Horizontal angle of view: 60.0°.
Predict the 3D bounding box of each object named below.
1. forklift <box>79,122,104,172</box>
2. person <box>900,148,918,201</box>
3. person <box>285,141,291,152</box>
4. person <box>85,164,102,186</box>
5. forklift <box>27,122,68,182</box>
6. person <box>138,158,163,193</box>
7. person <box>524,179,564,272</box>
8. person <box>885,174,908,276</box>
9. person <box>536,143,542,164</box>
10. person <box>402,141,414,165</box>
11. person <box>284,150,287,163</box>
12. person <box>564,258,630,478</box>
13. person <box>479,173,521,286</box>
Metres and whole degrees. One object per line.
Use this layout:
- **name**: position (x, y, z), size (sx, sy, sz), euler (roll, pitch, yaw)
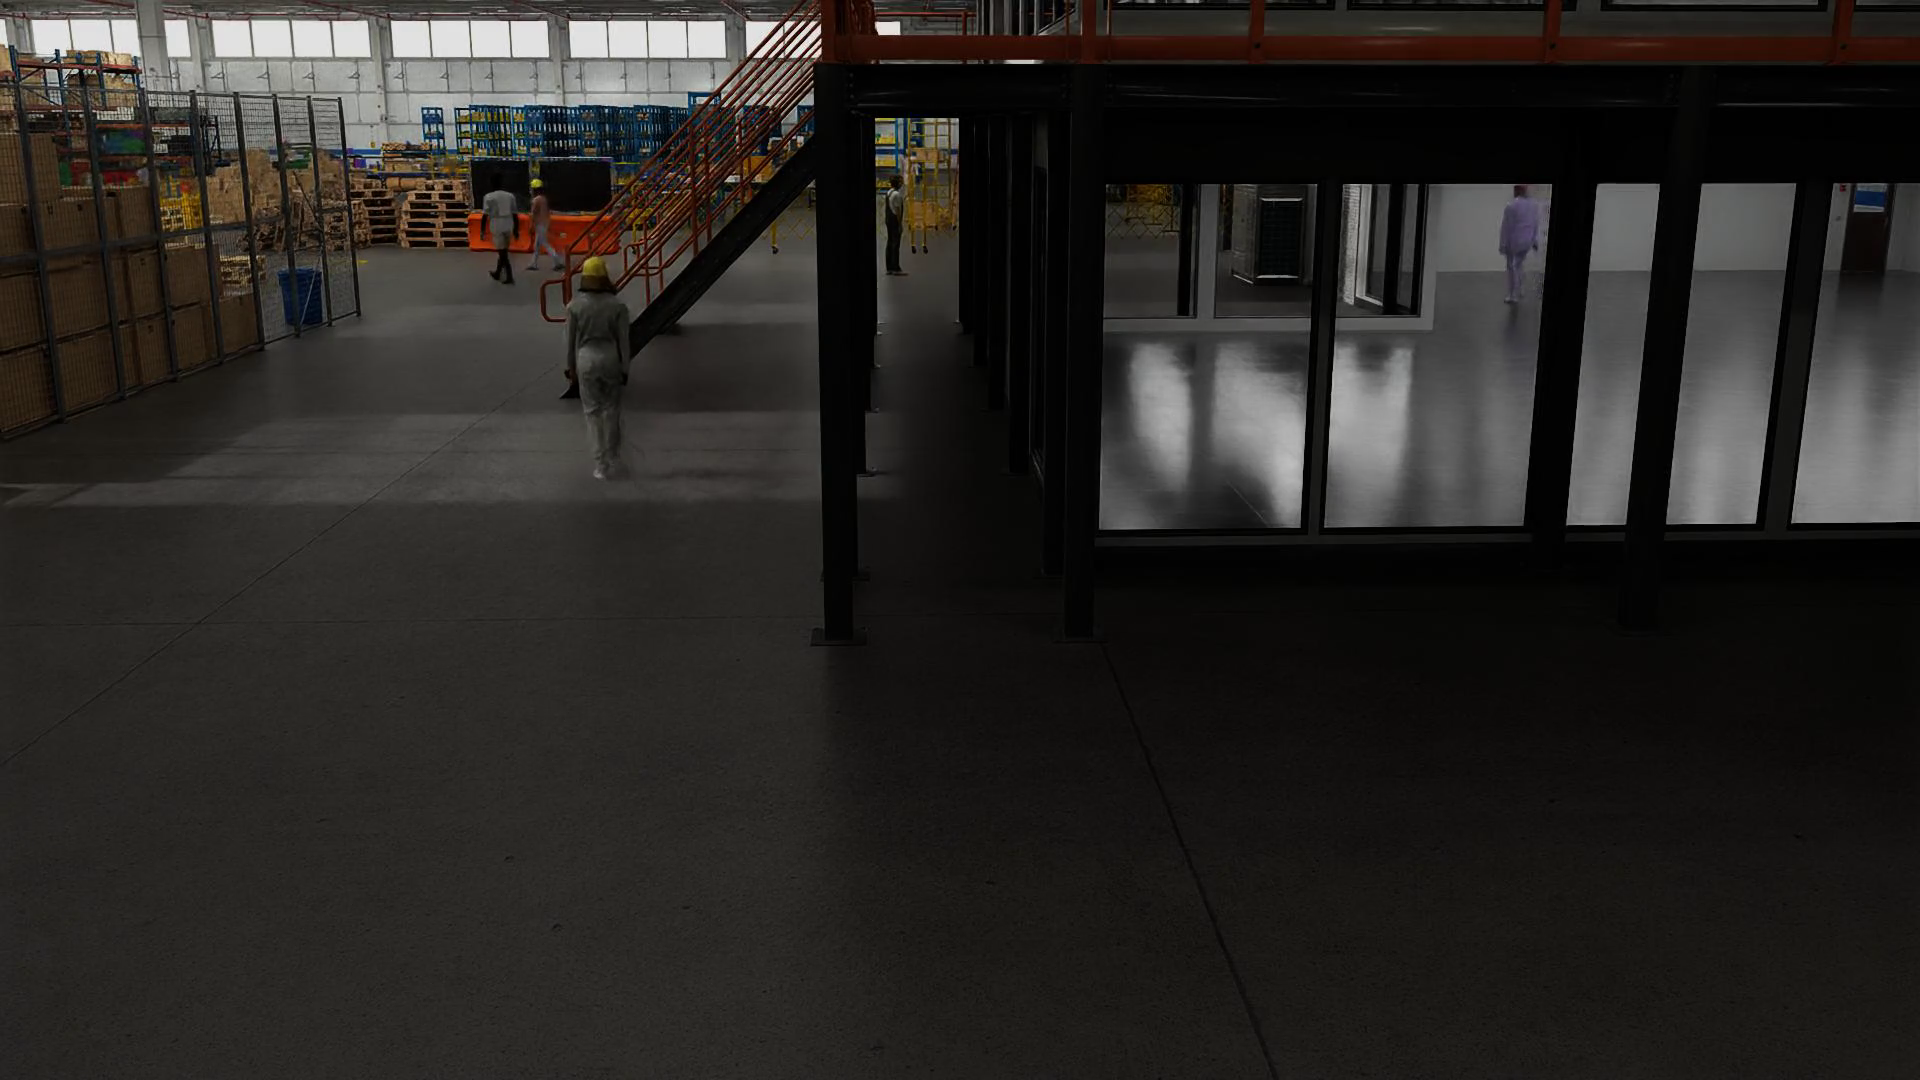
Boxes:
- **forklift**: position (-37.768, -16.859, 72.716), size (1.873, 2.768, 1.129), euler (-1, 14, -2)
- **person**: position (-1.846, -13.222, 60.233), size (0.670, 1.877, 0.745), euler (-1, 14, -2)
- **person**: position (-32.307, -18.233, 80.135), size (1.055, 1.917, 0.599), euler (-1, 14, -5)
- **person**: position (-24.785, -9.923, 47.555), size (0.515, 1.599, 0.786), euler (0, 14, 2)
- **forklift**: position (-35.376, -14.773, 64.377), size (1.129, 2.768, 1.873), euler (-1, 14, -2)
- **person**: position (-23.435, -10.147, 48.119), size (0.594, 1.800, 0.925), euler (1, 14, 4)
- **person**: position (-7.867, -5.930, 31.371), size (0.883, 1.728, 0.532), euler (4, 15, 14)
- **person**: position (-1.196, -5.779, 30.527), size (0.343, 1.847, 0.506), euler (-8, 16, -28)
- **person**: position (-21.420, -19.368, 84.969), size (0.921, 1.789, 0.609), euler (-1, 14, -2)
- **person**: position (-27.851, -19.195, 84.013), size (0.601, 1.917, 0.920), euler (-13, 19, -42)
- **person**: position (-27.090, -14.857, 67.021), size (0.667, 1.739, 0.539), euler (-5, 15, -20)
- **person**: position (-2.889, -1.383, 13.251), size (0.500, 1.701, 0.874), euler (-5, 15, -20)
- **person**: position (-7.983, -5.360, 28.710), size (1.029, 1.905, 0.628), euler (12, 18, 39)
